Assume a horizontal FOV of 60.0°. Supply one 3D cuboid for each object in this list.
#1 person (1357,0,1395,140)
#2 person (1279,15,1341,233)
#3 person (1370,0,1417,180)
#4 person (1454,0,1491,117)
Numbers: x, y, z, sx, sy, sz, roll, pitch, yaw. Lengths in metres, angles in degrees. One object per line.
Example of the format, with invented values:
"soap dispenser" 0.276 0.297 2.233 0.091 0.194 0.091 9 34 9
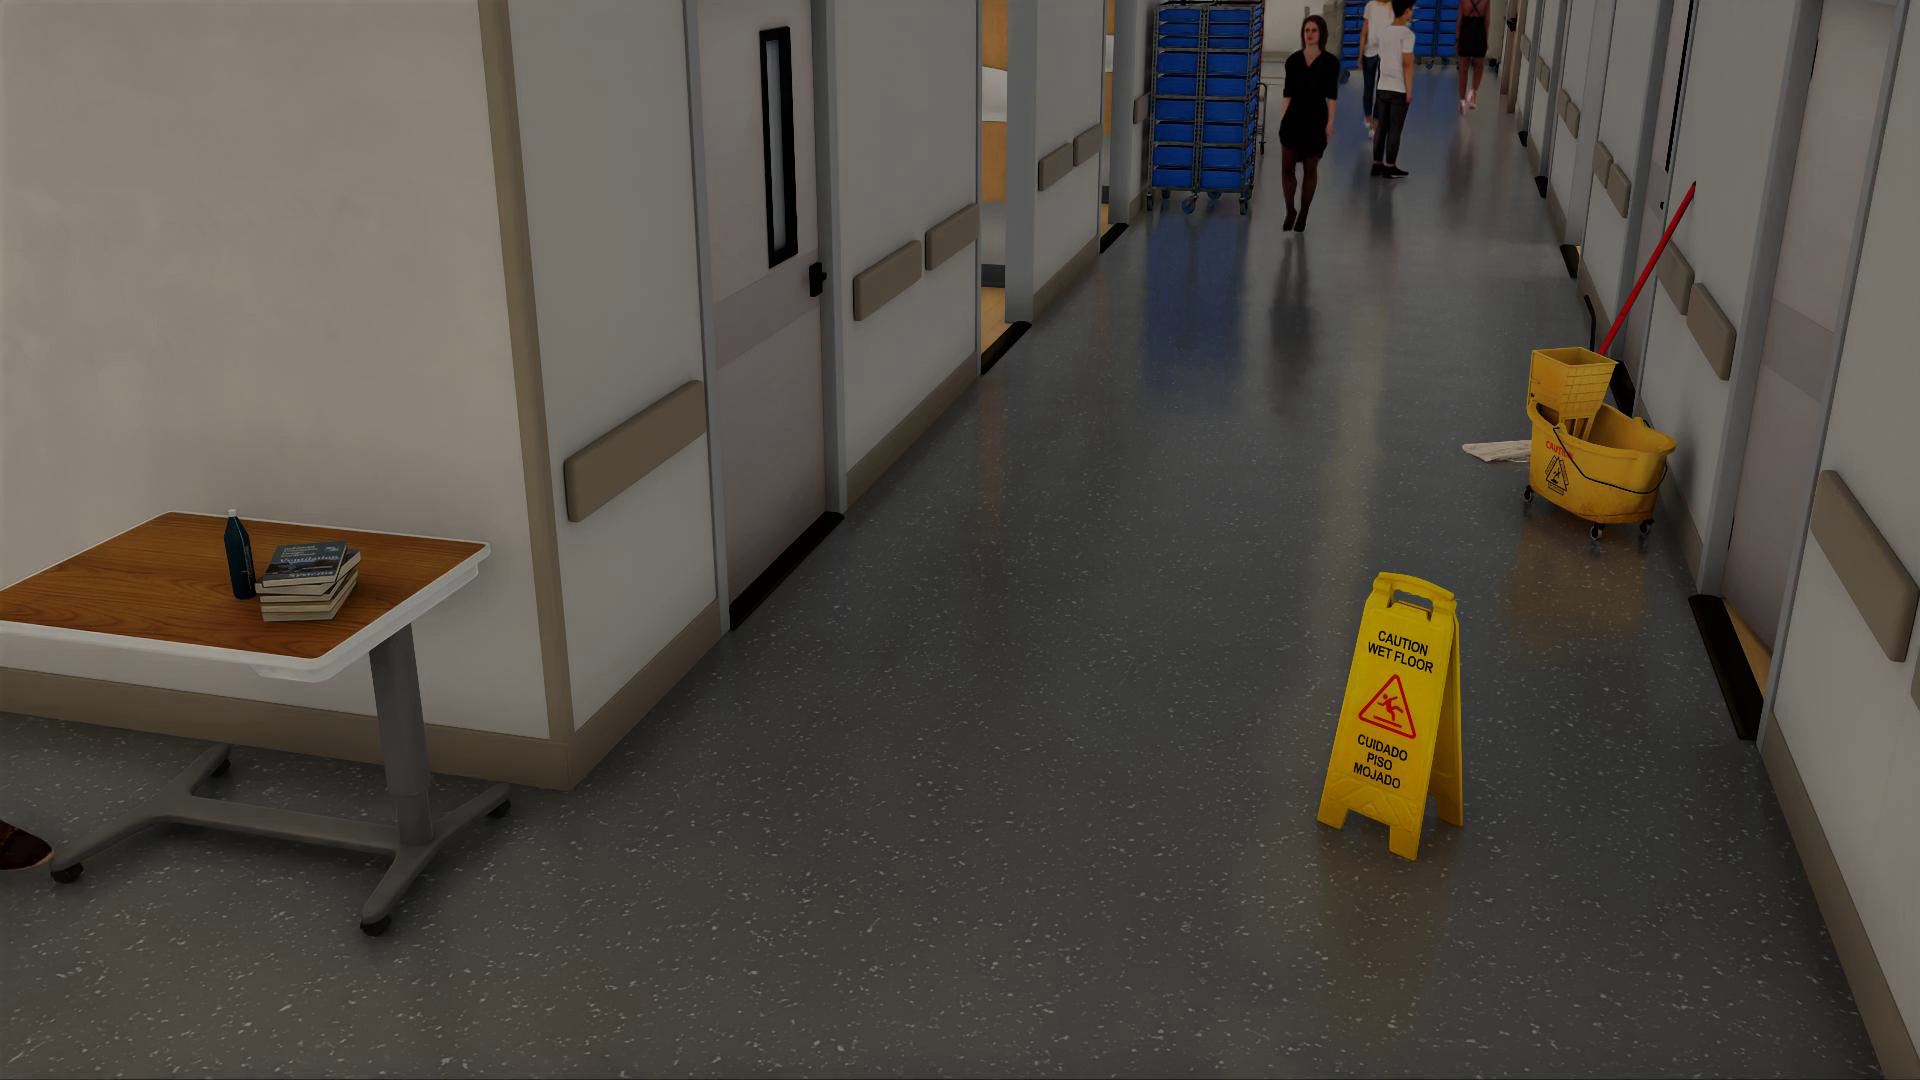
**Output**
"person" 4.725 -5.415 18.742 0.652 1.780 1.071 6 22 16
"person" 2.803 -3.335 13.368 0.621 1.694 0.636 8 22 20
"person" 4.194 -4.391 16.081 0.763 1.718 0.682 -9 23 -22
"person" 6.427 -6.223 20.874 0.557 1.780 0.692 6 22 15
